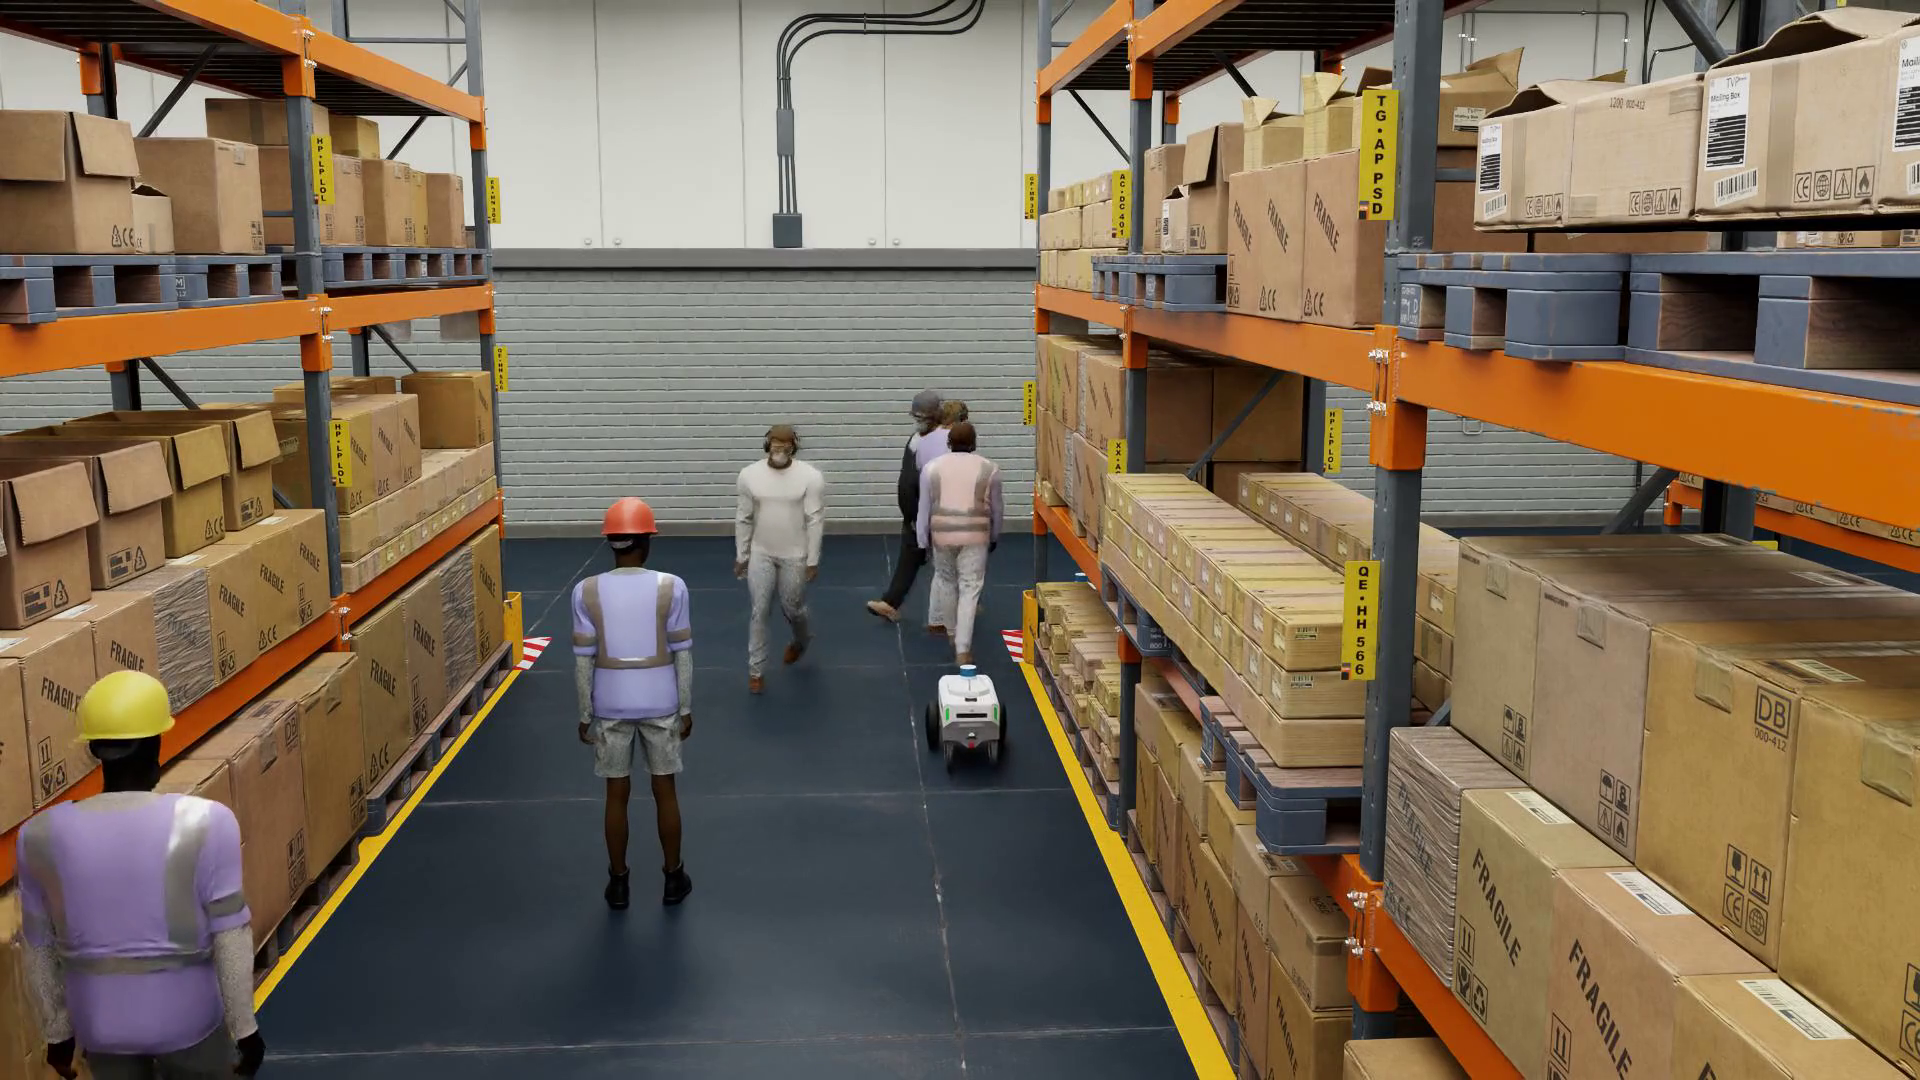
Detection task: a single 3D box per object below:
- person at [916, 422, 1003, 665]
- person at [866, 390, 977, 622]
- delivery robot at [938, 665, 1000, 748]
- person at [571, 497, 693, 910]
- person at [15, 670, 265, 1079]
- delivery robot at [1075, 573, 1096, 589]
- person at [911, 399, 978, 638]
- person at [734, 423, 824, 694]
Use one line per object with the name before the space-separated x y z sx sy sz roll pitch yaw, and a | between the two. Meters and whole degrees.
person | 0.011 -0.001 12.679 0.632 1.790 0.921 2 10 9
person | -0.266 -0.305 13.741 1.037 2.000 0.744 -6 11 -32
delivery robot | 0.050 1.004 10.126 0.477 0.478 0.707 -1 10 -3
person | -1.516 0.764 7.769 0.543 1.932 0.376 -1 10 -7
person | -2.253 1.302 4.631 0.609 1.915 0.416 -1 10 -7
delivery robot | 0.951 0.503 13.076 0.707 0.478 0.477 -5 11 -29
person | -0.084 -0.182 13.441 0.697 1.892 0.757 -8 13 -41
person | -1.266 0.091 11.829 0.657 1.905 0.787 1 10 7
